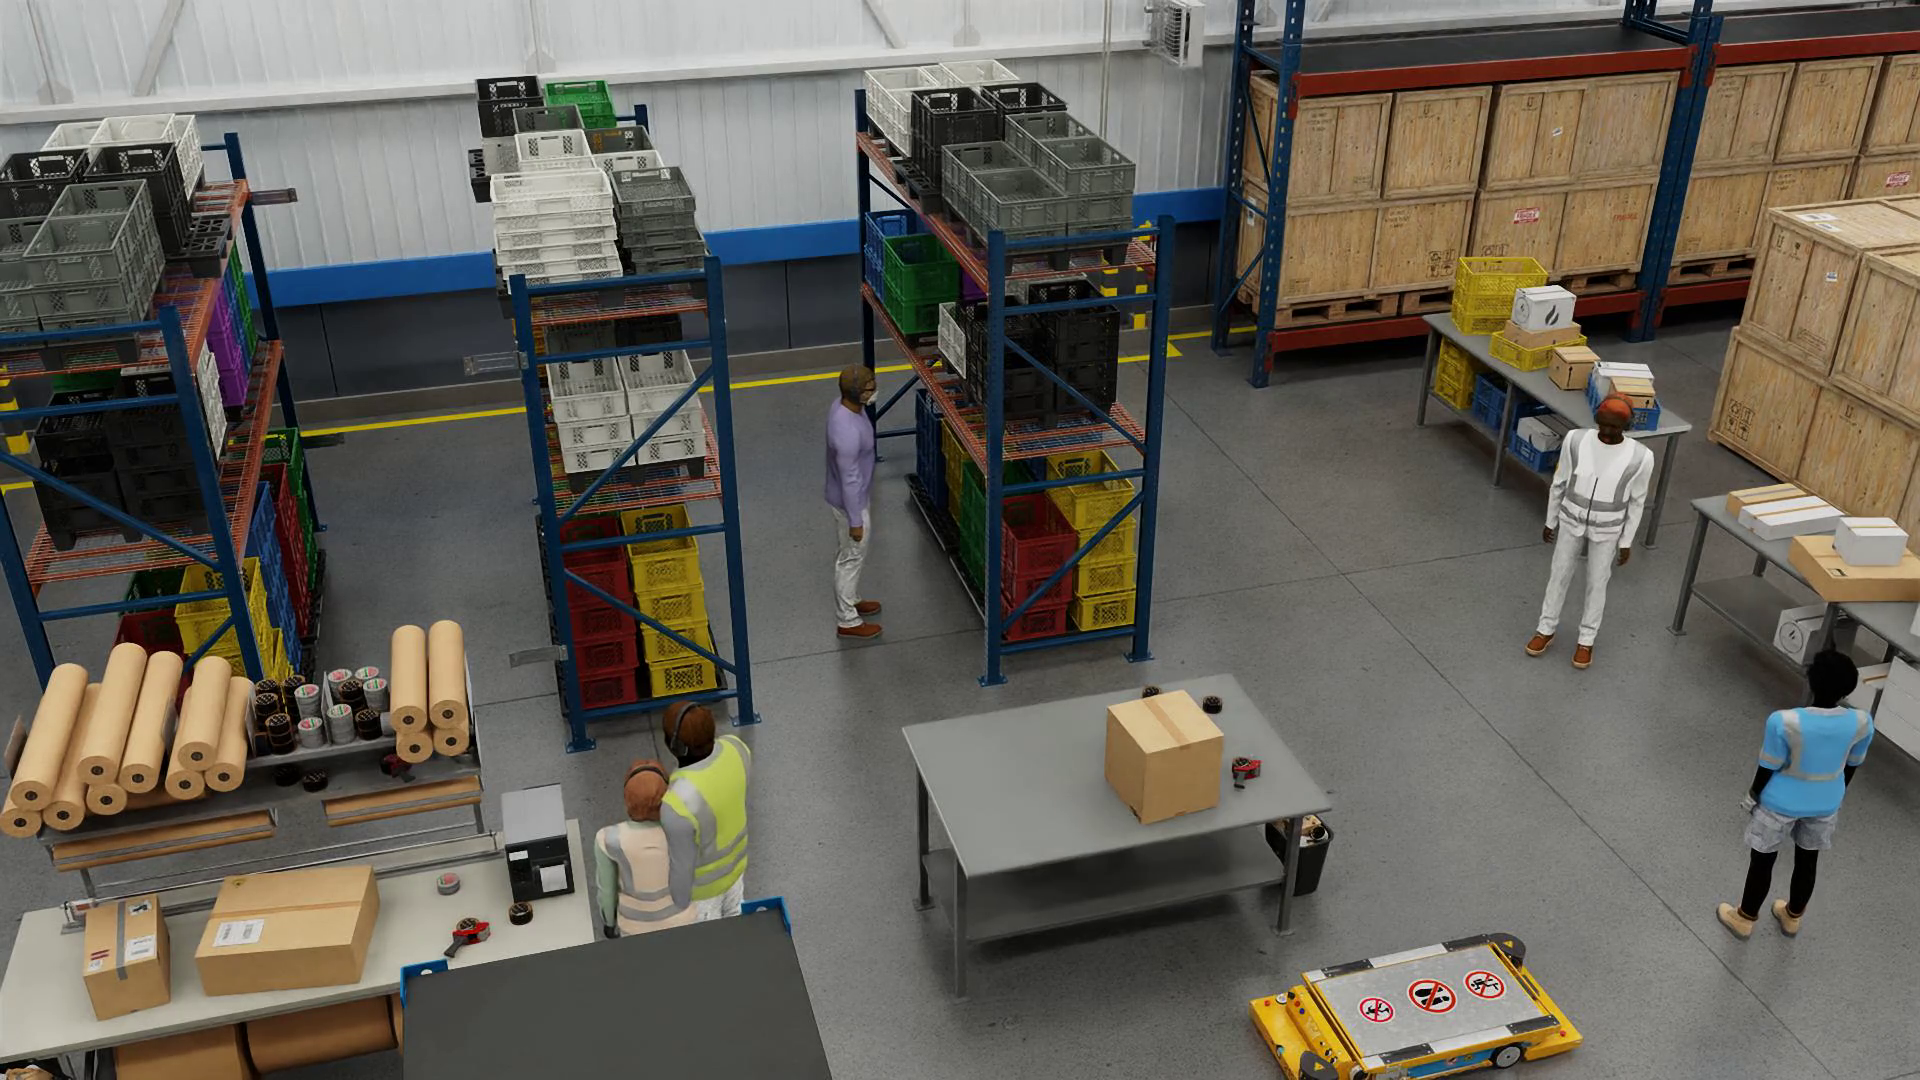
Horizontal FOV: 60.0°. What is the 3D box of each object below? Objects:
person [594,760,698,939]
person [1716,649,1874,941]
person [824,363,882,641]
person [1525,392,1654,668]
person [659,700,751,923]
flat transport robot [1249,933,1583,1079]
[{"bbox_3d":[-1.374,1.722,7.597,0.525,1.631,0.317,-9,30,-15],"label":"person"},{"bbox_3d":[4.183,1.287,8.317,0.533,1.699,0.318,-1,29,-2],"label":"person"},{"bbox_3d":[-0.702,-0.255,10.885,0.371,1.933,0.634,-2,29,-4],"label":"person"},{"bbox_3d":[4.011,-0.070,10.596,0.574,1.886,0.356,17,33,28],"label":"person"},{"bbox_3d":[-1.199,1.532,7.726,0.429,1.842,0.636,12,31,20],"label":"person"},{"bbox_3d":[2.184,2.282,7.980,1.431,0.197,0.652,-8,30,-14],"label":"flat transport robot"}]
